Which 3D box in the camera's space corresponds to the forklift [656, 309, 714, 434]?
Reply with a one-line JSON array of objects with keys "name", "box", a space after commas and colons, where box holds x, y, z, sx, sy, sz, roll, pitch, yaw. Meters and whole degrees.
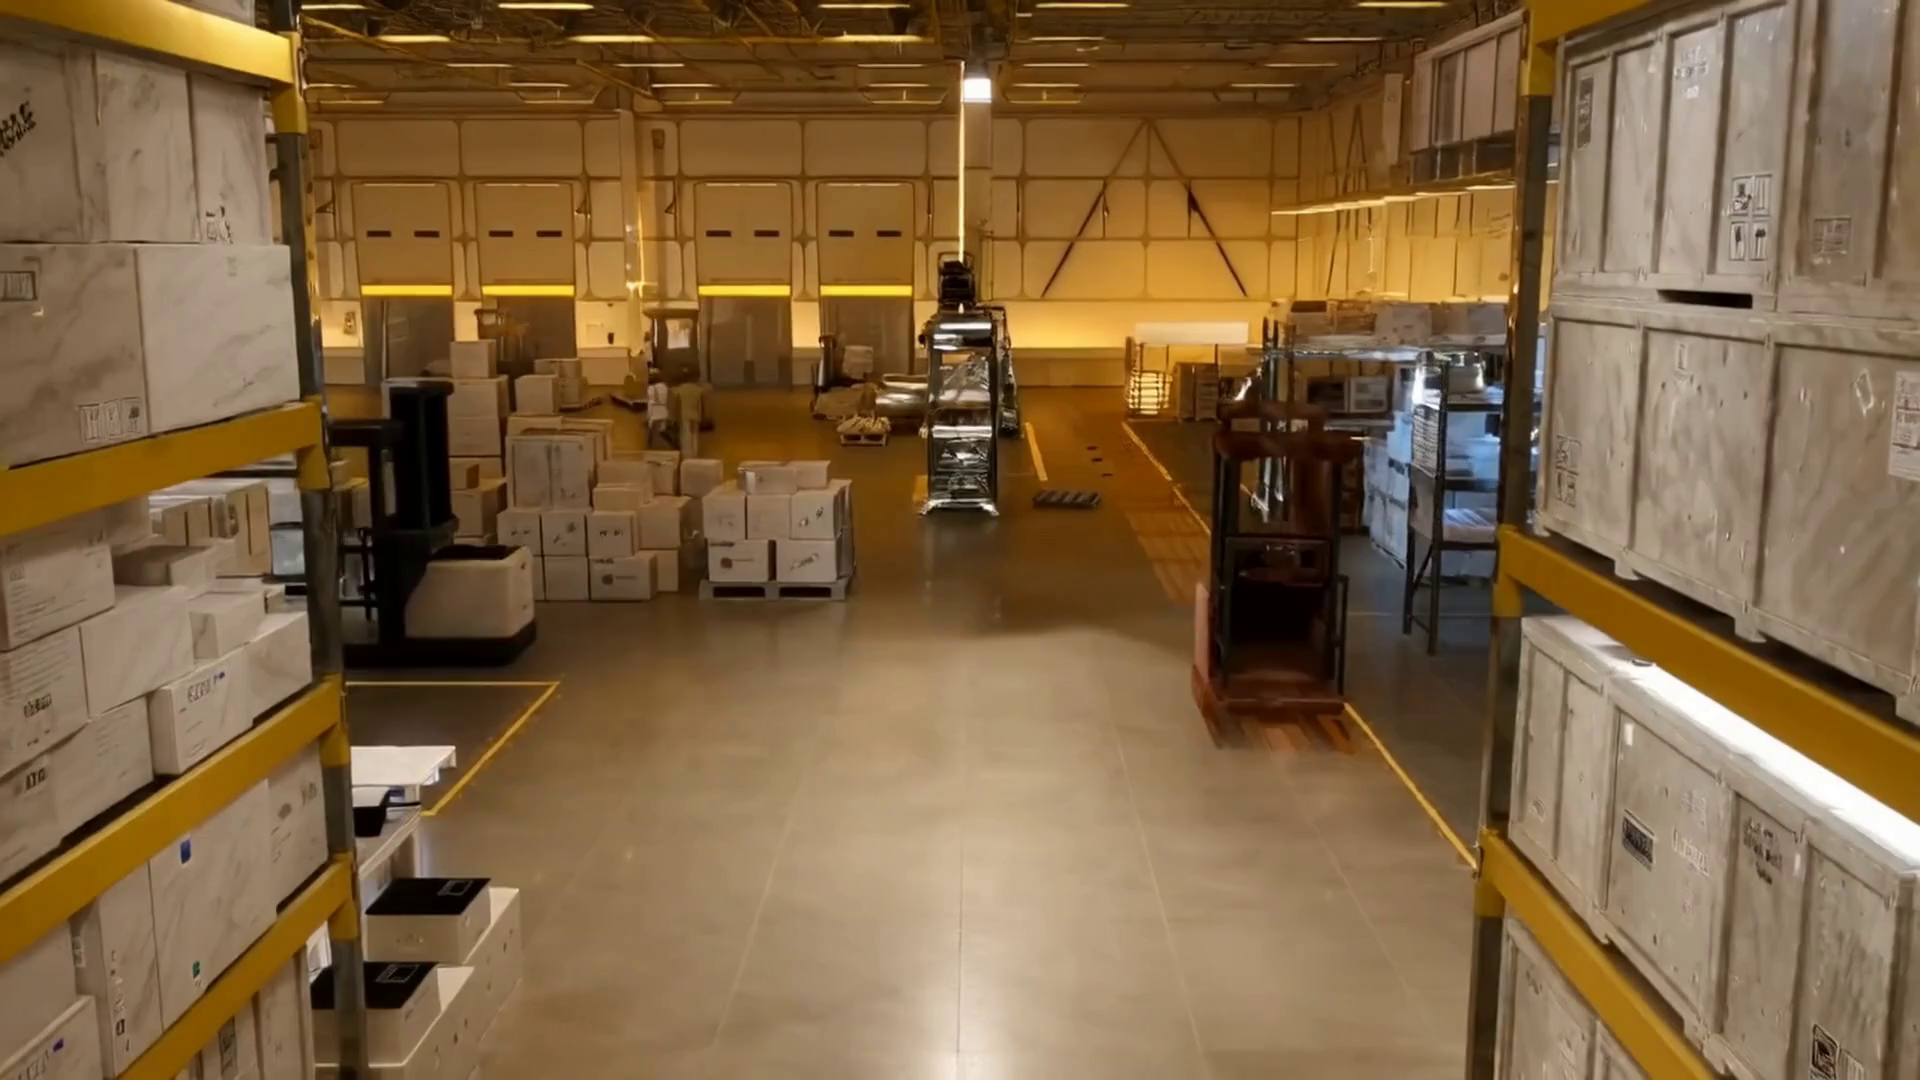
[{"name": "forklift", "box": [-6.464, -3.921, 38.322, 1.129, 2.768, 1.873, -5, 11, -25]}]

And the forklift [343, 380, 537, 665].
[{"name": "forklift", "box": [-5.394, -0.202, 16.866, 1.873, 2.768, 1.129, 0, 10, 0]}]

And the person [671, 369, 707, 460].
[{"name": "person", "box": [-5.177, -2.299, 31.713, 0.665, 1.919, 0.530, -3, 10, -16]}]

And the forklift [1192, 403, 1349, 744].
[{"name": "forklift", "box": [2.697, 0.194, 14.585, 1.129, 2.768, 1.873, 0, 10, 1]}]

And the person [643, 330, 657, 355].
[{"name": "person", "box": [-8.797, -4.979, 47.179, 0.389, 1.930, 0.544, -7, 12, -37]}]

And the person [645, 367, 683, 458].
[{"name": "person", "box": [-5.894, -2.450, 32.683, 0.911, 1.908, 0.551, 5, 11, 29]}]

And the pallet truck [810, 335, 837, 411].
[{"name": "pallet truck", "box": [-3.021, -4.312, 43.126, 1.885, 1.965, 0.823, 3, 10, 17]}]

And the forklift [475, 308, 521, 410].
[{"name": "forklift", "box": [-10.763, -4.011, 38.844, 1.129, 2.768, 1.873, 0, 10, 1]}]
